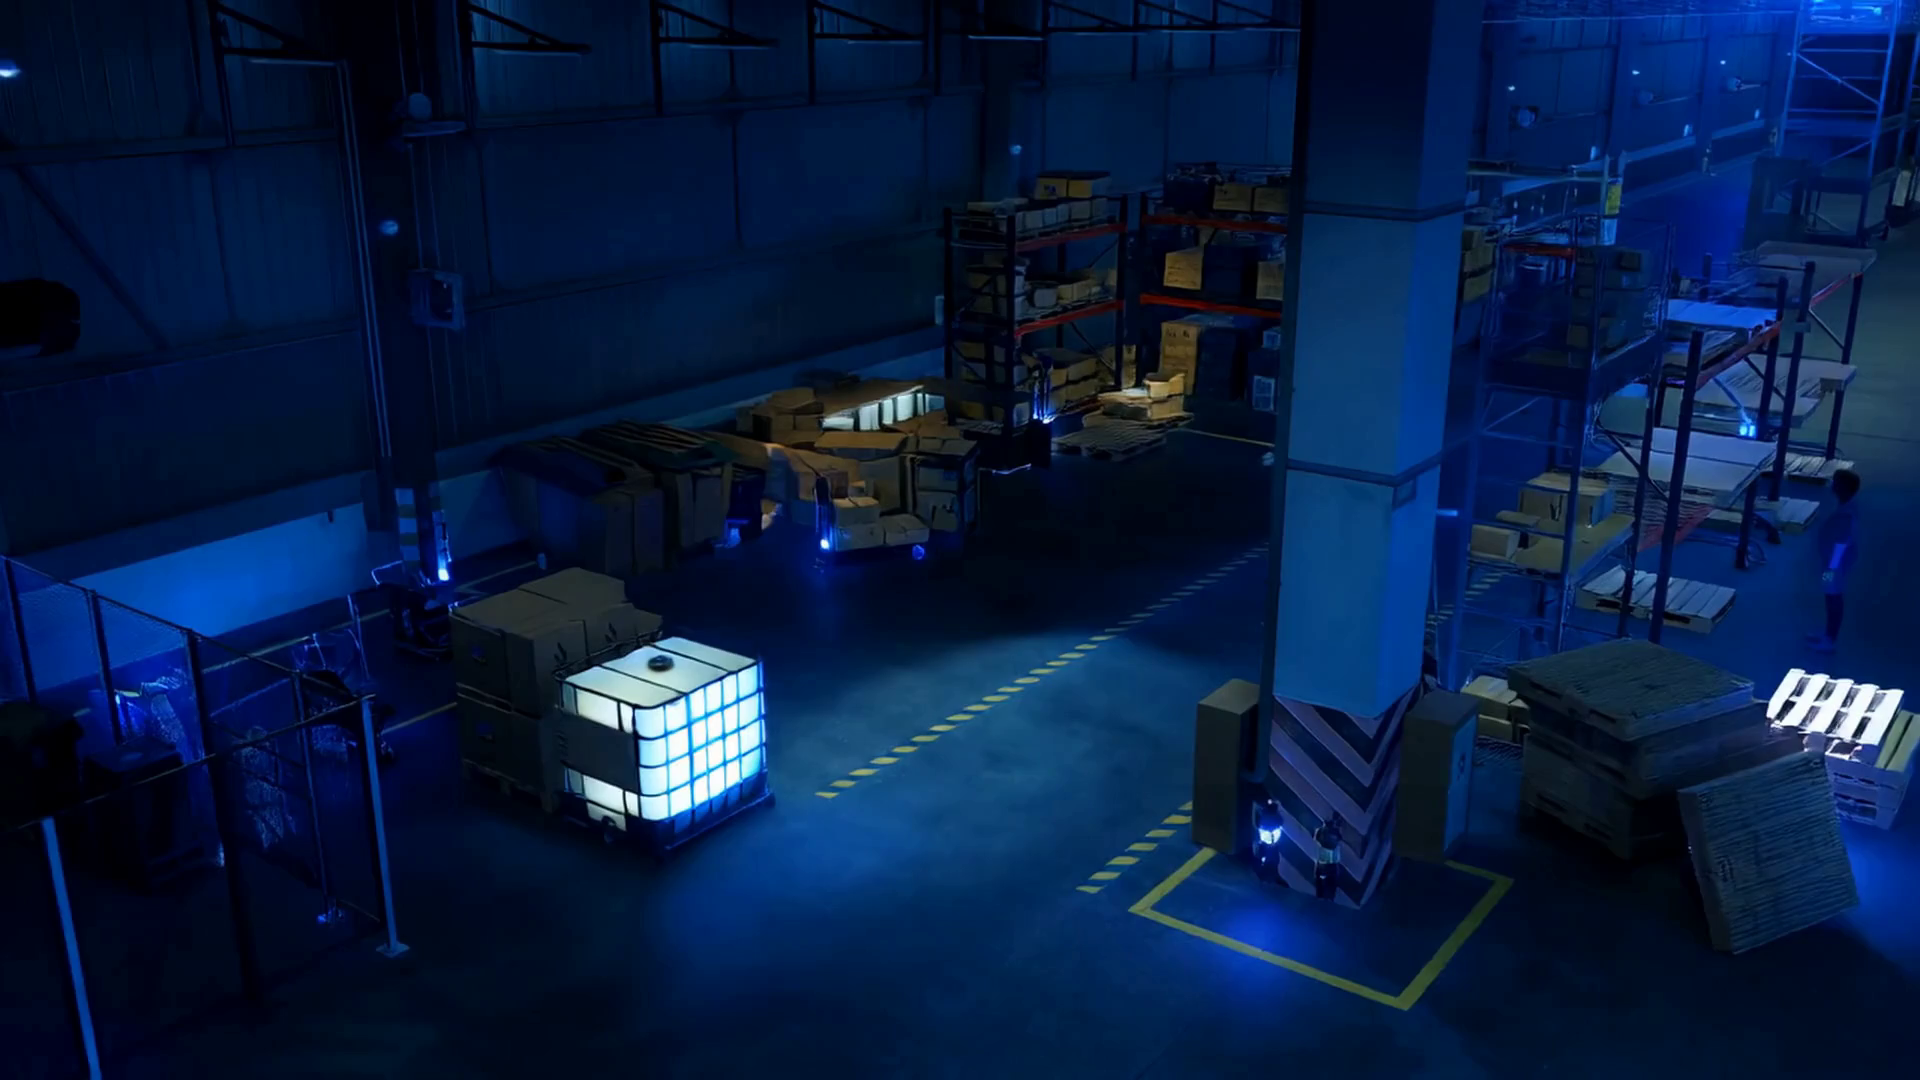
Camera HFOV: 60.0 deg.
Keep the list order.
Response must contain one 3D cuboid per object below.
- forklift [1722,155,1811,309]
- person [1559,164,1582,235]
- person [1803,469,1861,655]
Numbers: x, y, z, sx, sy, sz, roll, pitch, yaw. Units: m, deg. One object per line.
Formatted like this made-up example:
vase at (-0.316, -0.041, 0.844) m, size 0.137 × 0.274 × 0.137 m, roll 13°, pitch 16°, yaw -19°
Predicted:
forklift at (15.423, -5.874, 31.598) m, size 1.129 × 2.768 × 1.873 m, roll 13°, pitch 22°, yaw 34°
person at (14.333, -7.865, 39.185) m, size 0.544 × 1.939 × 0.354 m, roll -12°, pitch 22°, yaw -33°
person at (7.853, 0.191, 14.903) m, size 0.322 × 1.699 × 0.535 m, roll 12°, pitch 22°, yaw 32°
